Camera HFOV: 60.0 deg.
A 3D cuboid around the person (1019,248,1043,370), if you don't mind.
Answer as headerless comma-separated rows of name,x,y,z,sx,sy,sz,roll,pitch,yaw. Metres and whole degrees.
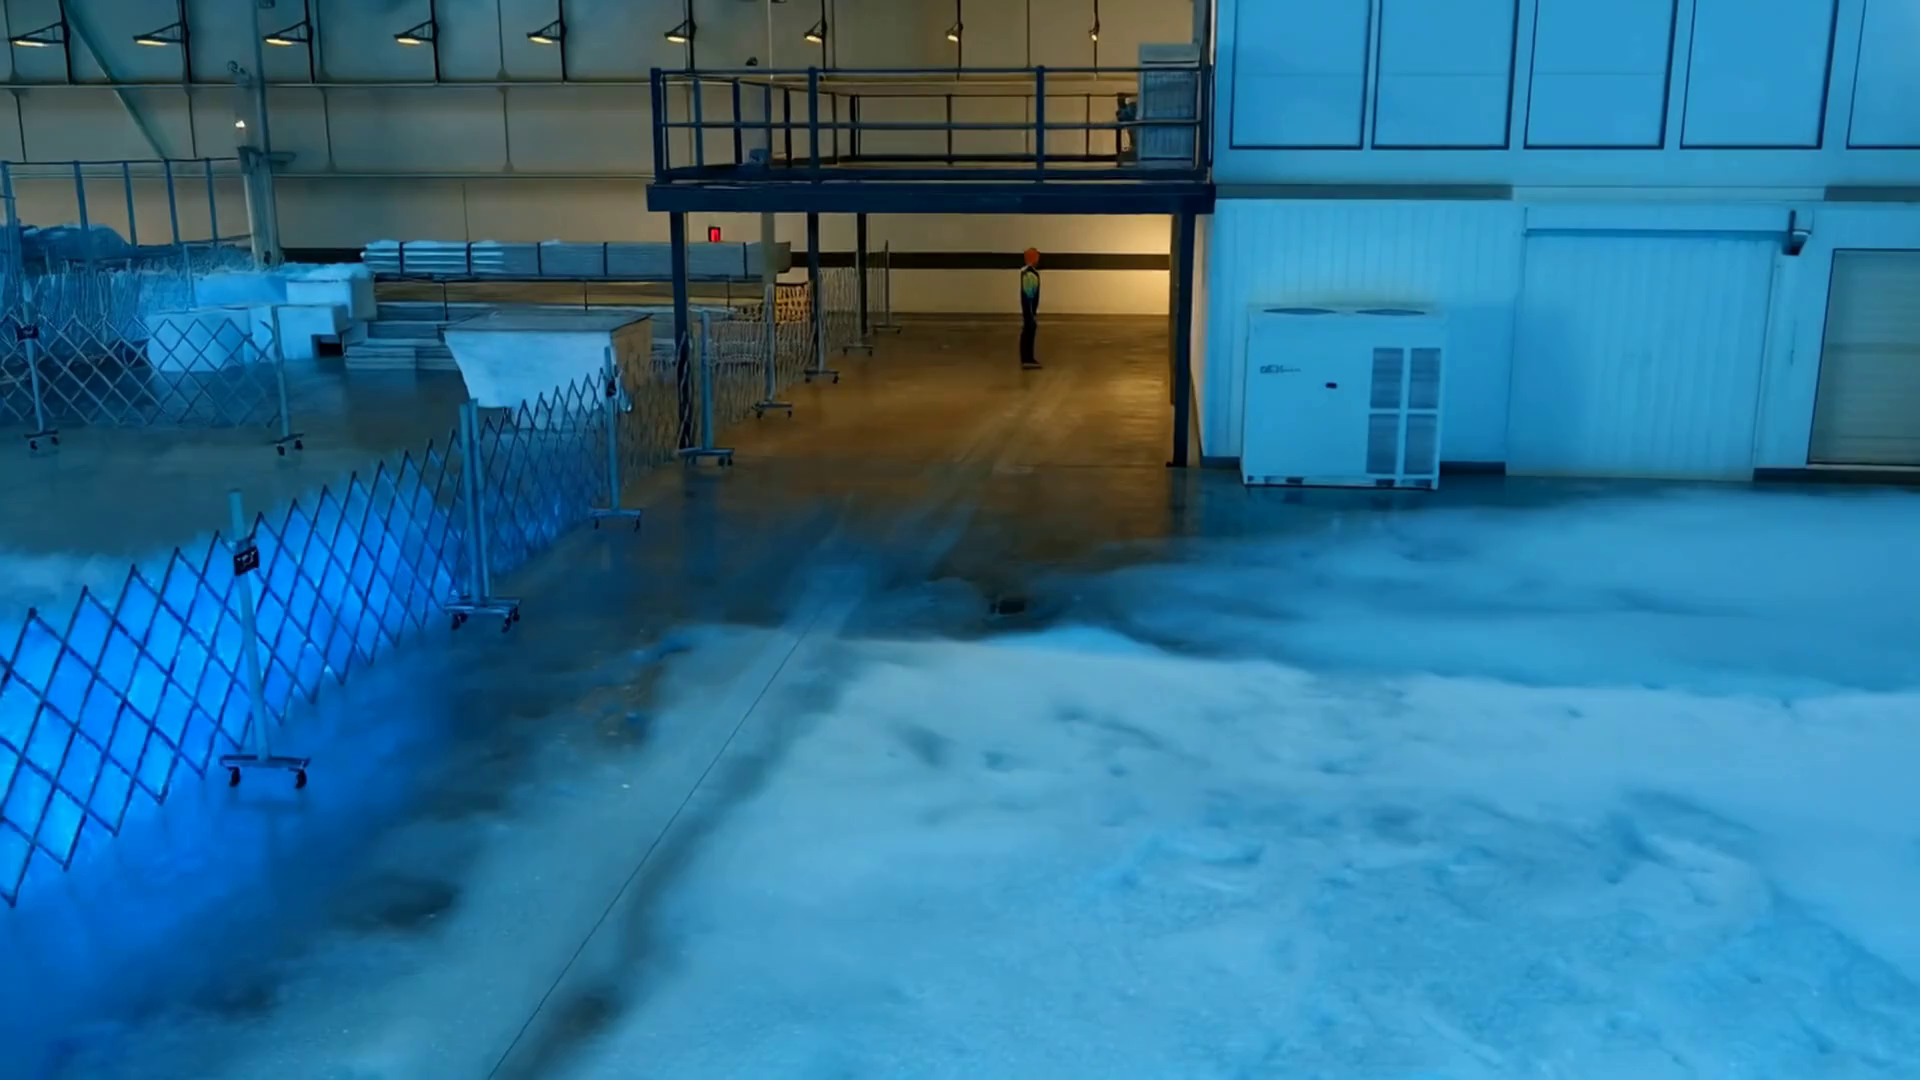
person,1.084,-3.529,25.379,0.344,1.842,0.506,-2,14,-8
